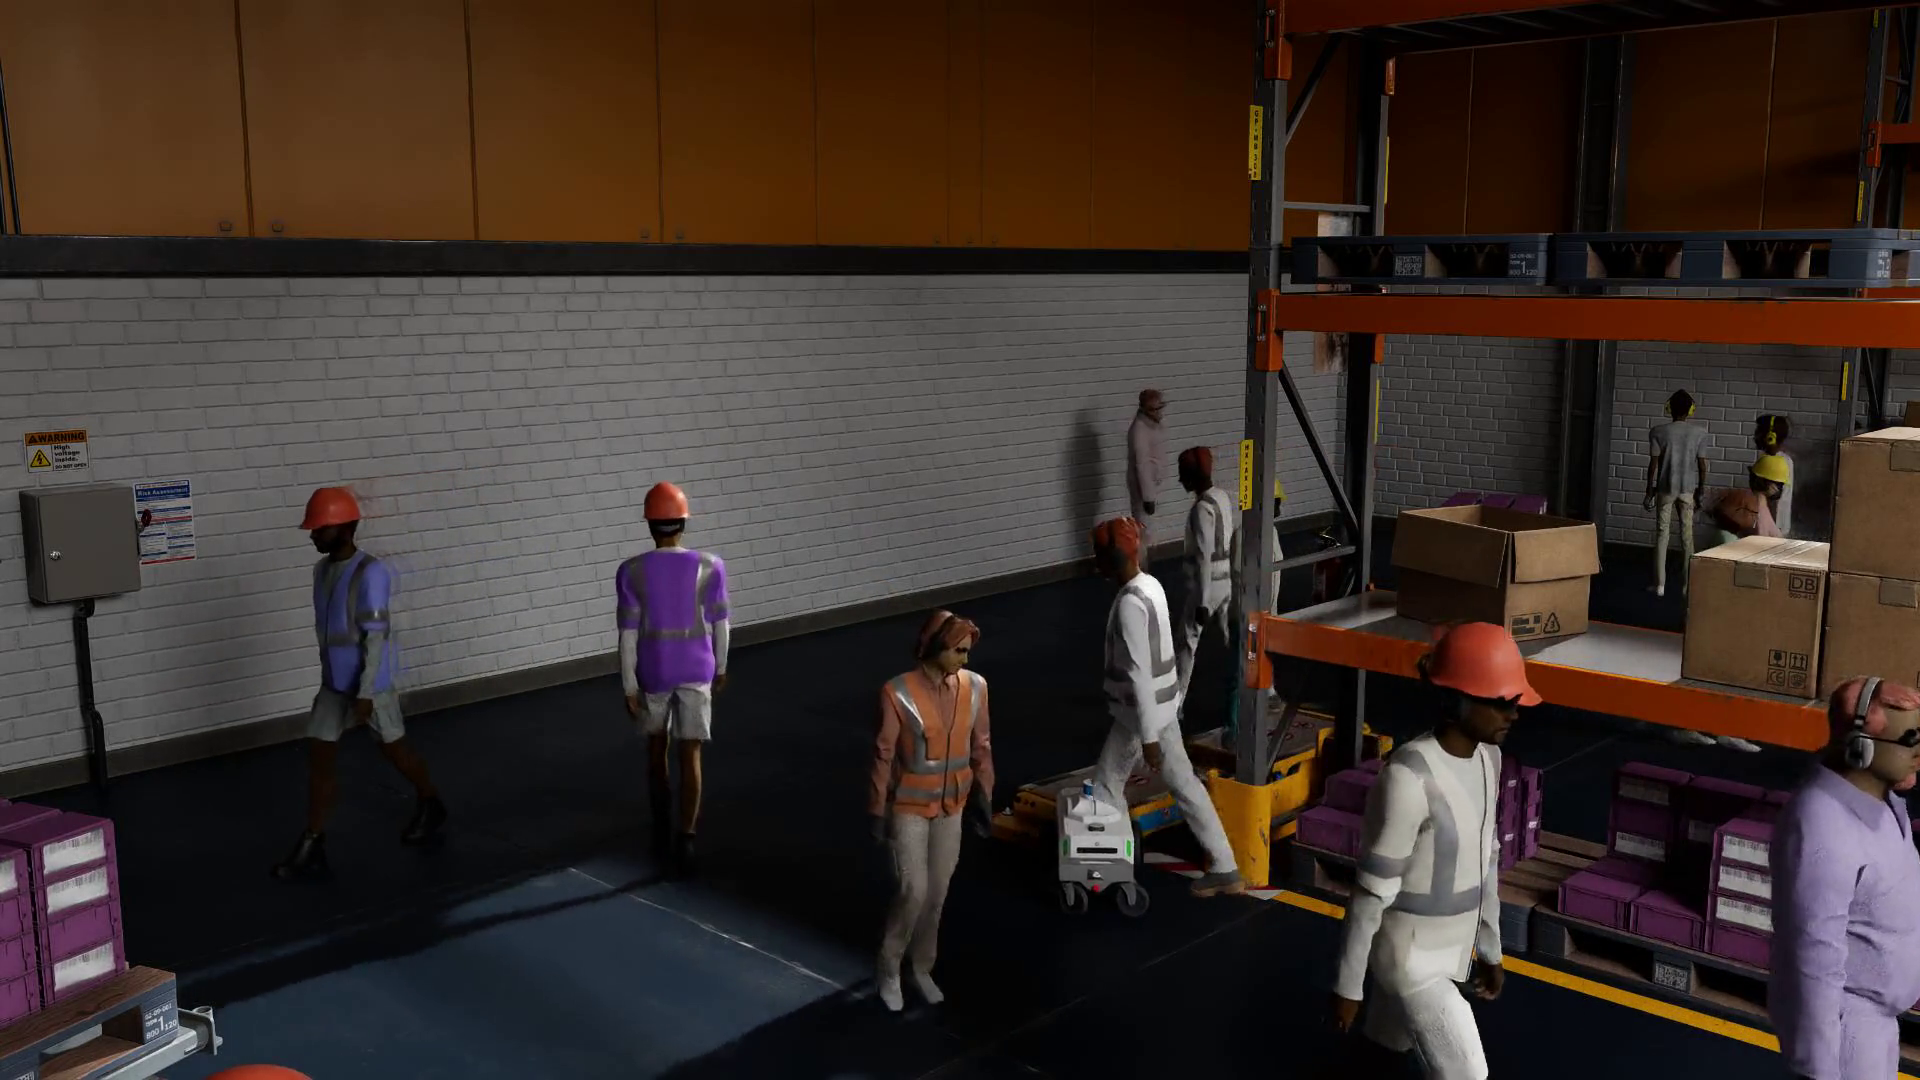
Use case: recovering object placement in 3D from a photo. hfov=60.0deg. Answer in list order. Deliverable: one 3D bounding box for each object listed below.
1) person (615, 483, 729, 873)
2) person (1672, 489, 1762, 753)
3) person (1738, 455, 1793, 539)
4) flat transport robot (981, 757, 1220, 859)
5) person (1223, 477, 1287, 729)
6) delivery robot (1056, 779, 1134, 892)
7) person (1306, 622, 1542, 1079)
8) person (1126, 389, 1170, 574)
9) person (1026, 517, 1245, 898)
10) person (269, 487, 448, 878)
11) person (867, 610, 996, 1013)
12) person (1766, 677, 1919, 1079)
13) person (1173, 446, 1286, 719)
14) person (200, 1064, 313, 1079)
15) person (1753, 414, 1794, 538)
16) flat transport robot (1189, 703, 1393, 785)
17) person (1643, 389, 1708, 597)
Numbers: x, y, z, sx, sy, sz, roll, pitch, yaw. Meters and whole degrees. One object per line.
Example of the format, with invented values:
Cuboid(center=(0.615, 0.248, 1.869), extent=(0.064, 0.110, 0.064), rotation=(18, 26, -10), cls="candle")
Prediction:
Cuboid(center=(-1.442, 0.650, 8.407), extent=(0.553, 1.882, 1.005), rotation=(-1, 9, -8), cls="person")
Cuboid(center=(4.730, 0.488, 10.206), extent=(0.624, 1.607, 0.541), rotation=(3, 10, 20), cls="person")
Cuboid(center=(5.163, 0.326, 10.781), extent=(0.325, 1.760, 0.523), rotation=(3, 10, 18), cls="person")
Cuboid(center=(0.856, 1.385, 8.834), extent=(1.431, 0.197, 0.652), rotation=(-8, 12, -41), cls="flat transport robot")
Cuboid(center=(1.765, 0.468, 9.884), extent=(0.318, 1.769, 0.522), rotation=(6, 11, 34), cls="person")
Cuboid(center=(0.626, 1.365, 7.798), extent=(0.477, 0.478, 0.707), rotation=(0, 9, 2), cls="delivery robot")
Cuboid(center=(1.316, 1.183, 4.878), extent=(1.130, 1.977, 0.623), rotation=(7, 11, 36), cls="person")
Cuboid(center=(1.739, -0.471, 15.358), extent=(0.396, 1.865, 0.759), rotation=(2, 9, 11), cls="person")
Cuboid(center=(0.861, 0.793, 7.717), extent=(1.025, 1.832, 0.632), rotation=(3, 10, 17), cls="person")
Cuboid(center=(-2.991, 0.668, 8.291), extent=(0.559, 1.900, 0.976), rotation=(6, 11, 31), cls="person")
Cuboid(center=(-0.124, 1.077, 6.636), extent=(0.537, 1.611, 0.387), rotation=(-6, 11, -33), cls="person")
Cuboid(center=(2.352, 1.279, 4.543), extent=(0.596, 1.886, 0.657), rotation=(7, 11, 35), cls="person")
Cuboid(center=(1.651, 0.306, 10.688), extent=(0.939, 1.841, 0.601), rotation=(4, 10, 22), cls="person")
Cuboid(center=(-0.863, 1.615, 2.145), extent=(0.611, 1.996, 0.378), rotation=(-3, 10, -15), cls="person")
Cuboid(center=(6.264, -0.047, 12.779), extent=(0.700, 1.855, 0.524), rotation=(7, 12, 37), cls="person")
Cuboid(center=(1.896, 1.226, 9.808), extent=(0.652, 0.197, 1.431), rotation=(9, 13, 44), cls="flat transport robot")
Cuboid(center=(6.444, -0.421, 15.012), extent=(0.515, 1.872, 0.333), rotation=(3, 10, 15), cls="person")
